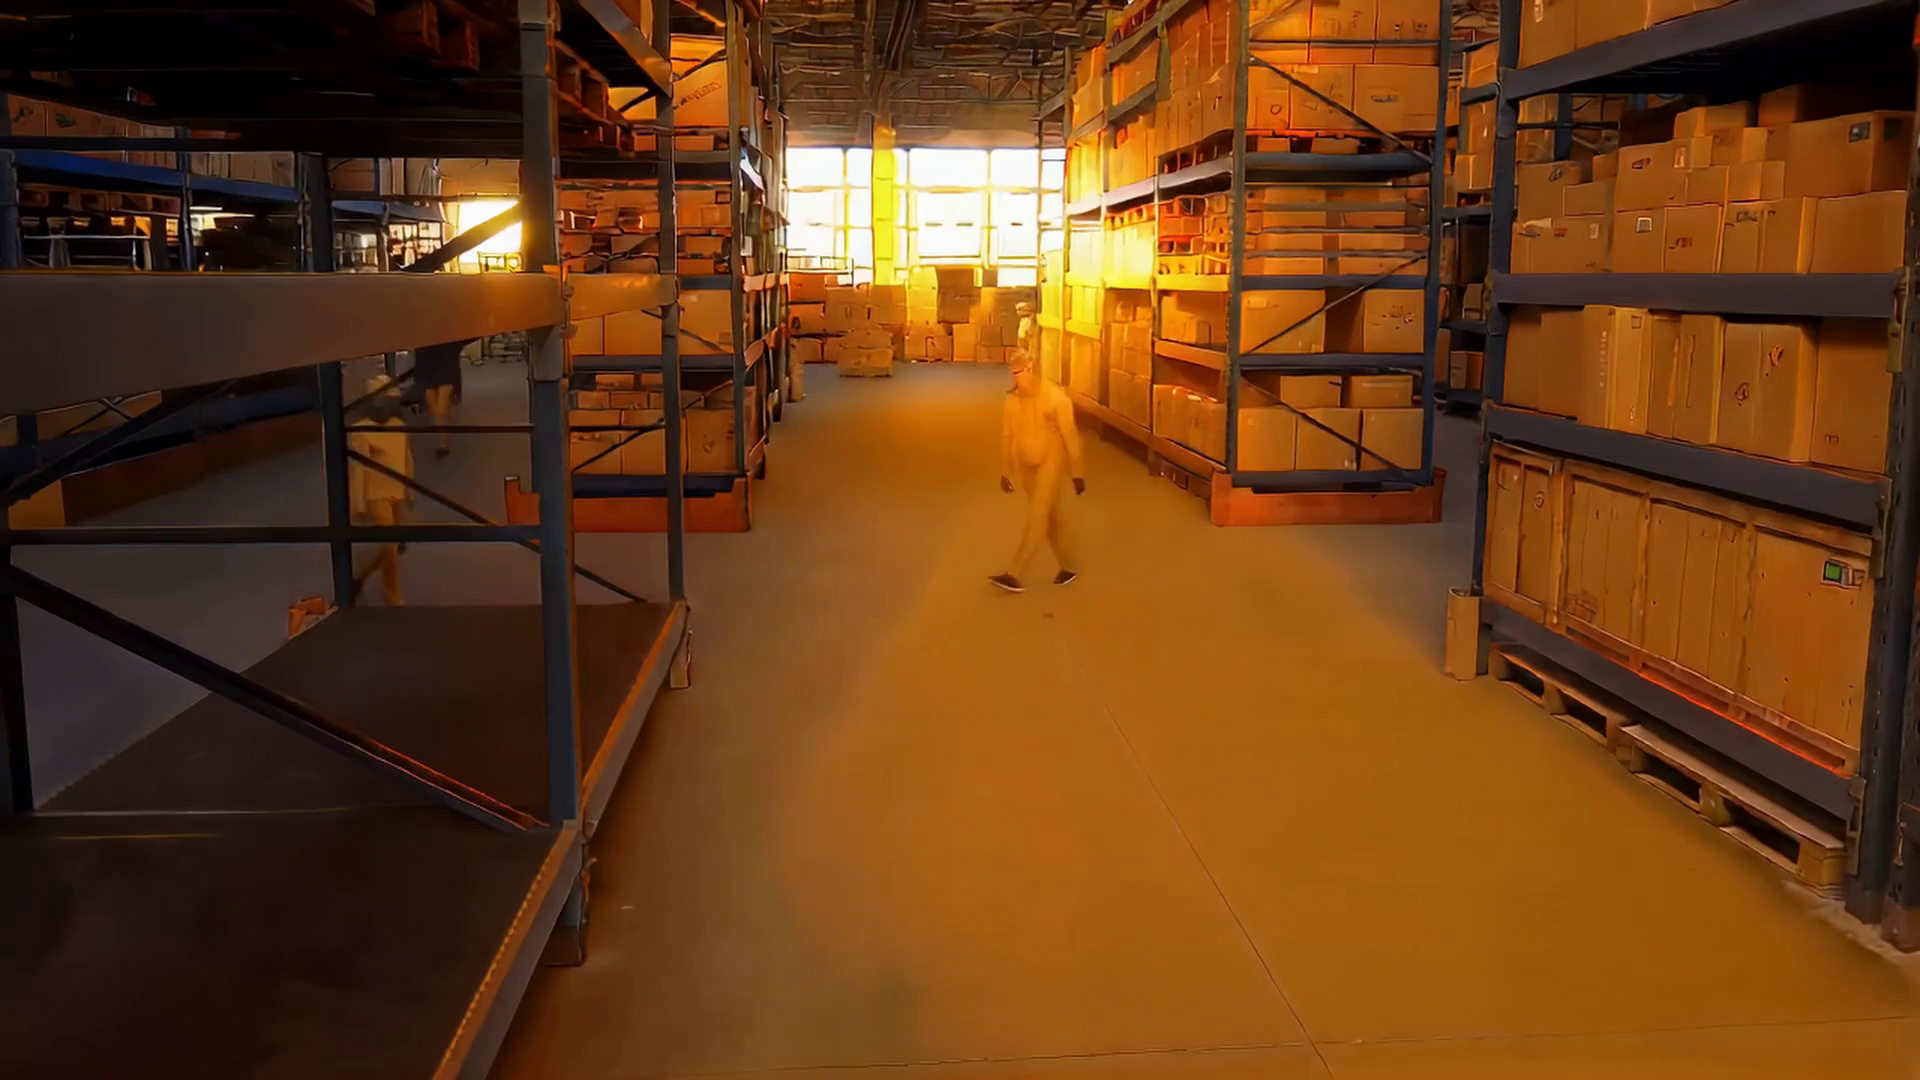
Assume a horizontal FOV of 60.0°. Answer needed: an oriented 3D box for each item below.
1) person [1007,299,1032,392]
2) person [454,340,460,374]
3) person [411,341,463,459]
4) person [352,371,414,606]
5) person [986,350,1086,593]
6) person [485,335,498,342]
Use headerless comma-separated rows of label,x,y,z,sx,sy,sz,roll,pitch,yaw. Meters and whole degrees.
person,1.362,-3.954,33.964,0.721,1.922,0.556,0,9,1
person,-12.366,-4.976,40.236,0.613,1.963,0.361,2,9,15
person,-6.892,-2.046,21.860,0.608,1.947,1.014,1,9,7
person,-4.084,-0.314,11.644,0.659,1.746,0.530,4,10,23
person,0.578,-0.522,12.671,1.001,1.838,0.710,-8,12,-41
person,-16.998,-8.120,60.046,0.605,1.944,0.402,8,12,41
